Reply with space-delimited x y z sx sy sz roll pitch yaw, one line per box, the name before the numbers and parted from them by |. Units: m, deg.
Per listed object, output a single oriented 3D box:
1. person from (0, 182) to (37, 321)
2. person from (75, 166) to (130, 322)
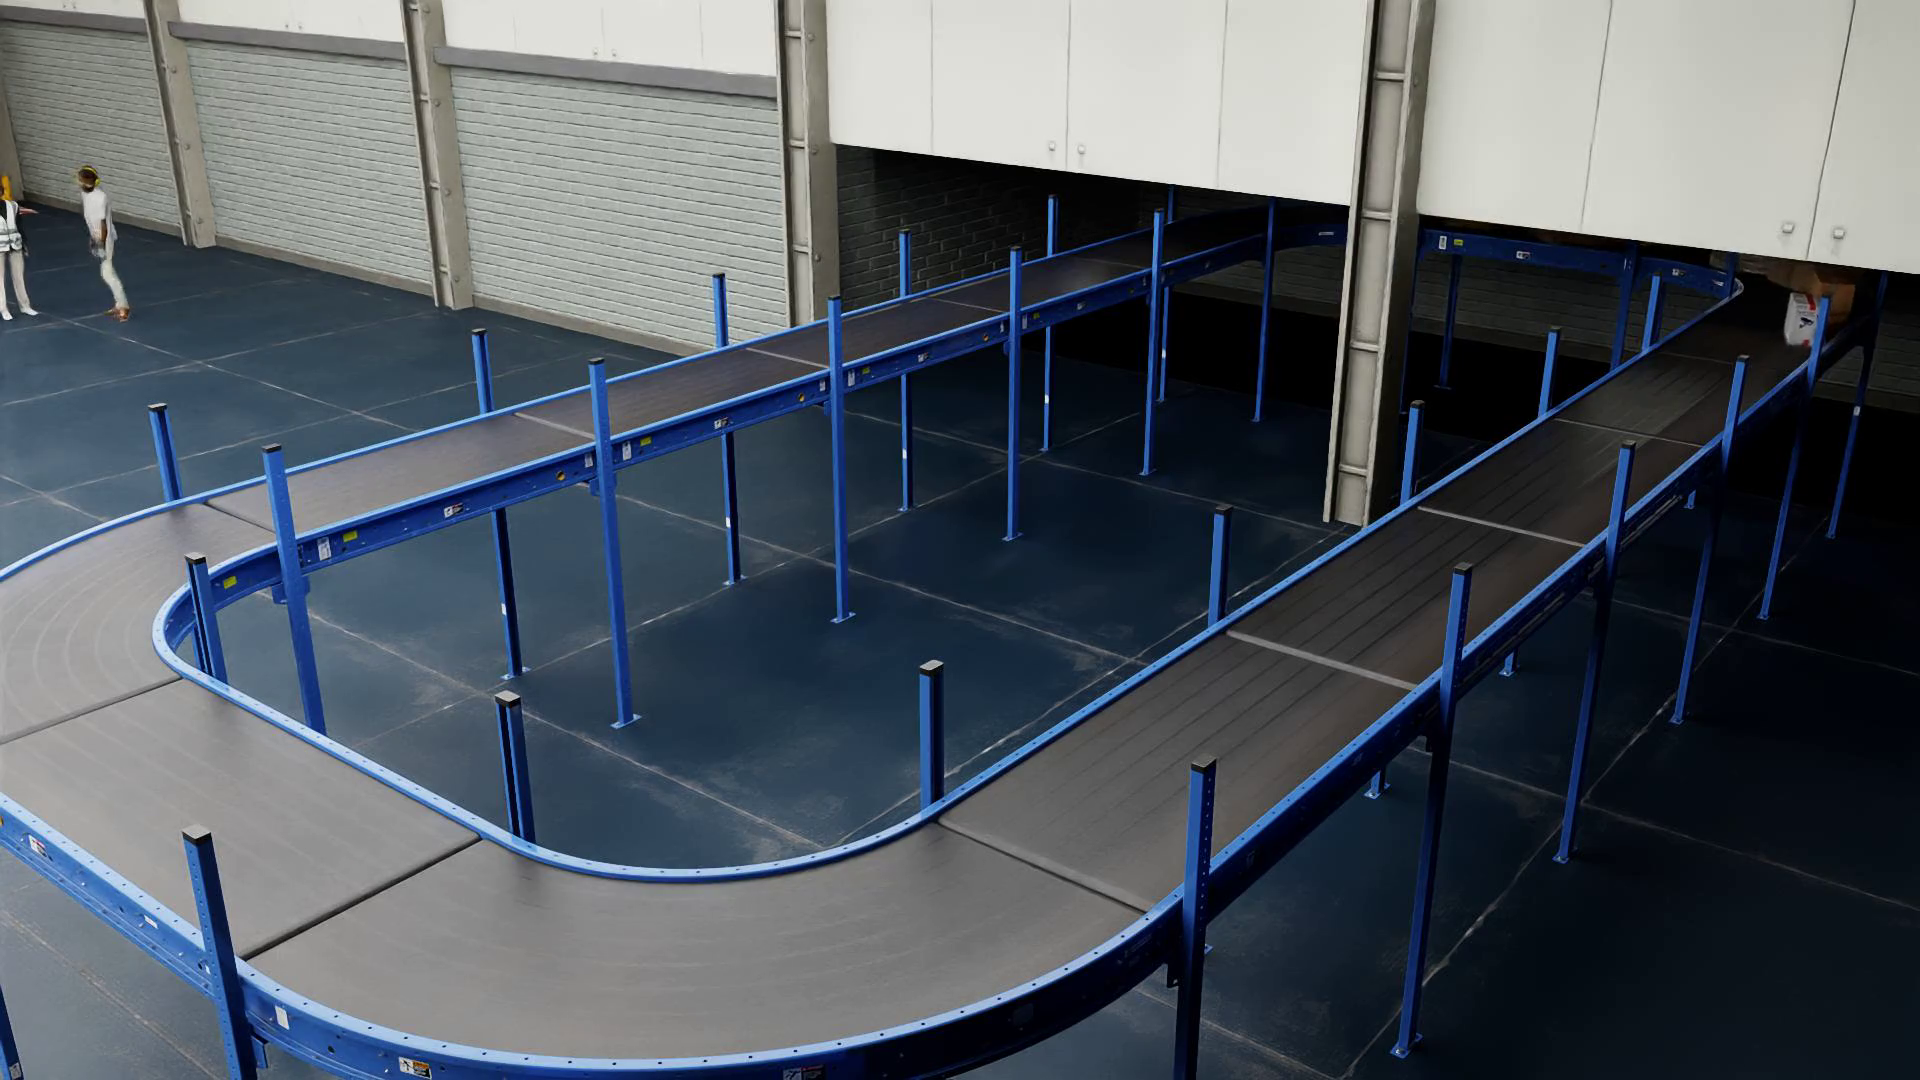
person | -11.295 -3.439 19.686 0.310 1.638 0.523 13 25 30
person | -10.088 -3.498 19.583 0.388 1.835 0.595 -18 28 -38
